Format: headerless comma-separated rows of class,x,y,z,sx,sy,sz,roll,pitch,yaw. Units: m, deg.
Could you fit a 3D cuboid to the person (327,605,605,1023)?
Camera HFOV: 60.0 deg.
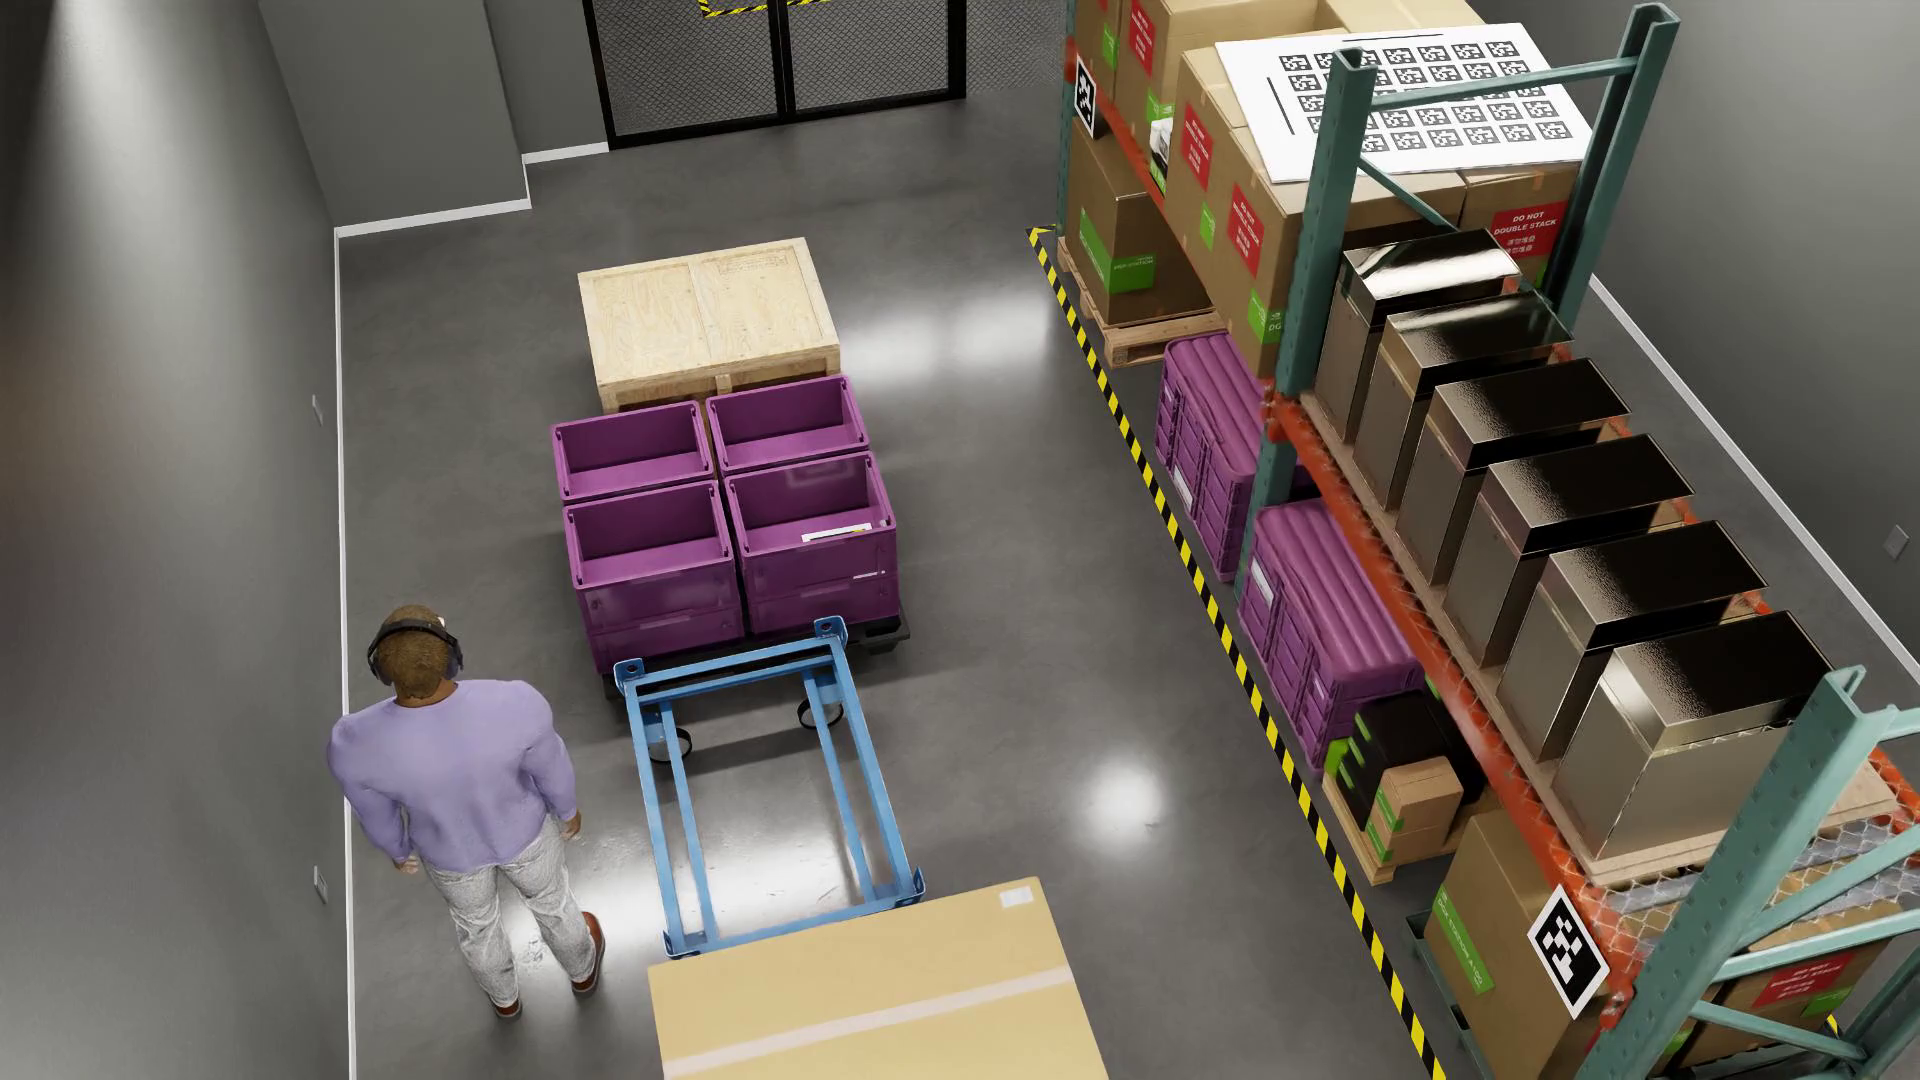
person,-1.465,0.875,5.084,0.628,1.940,0.373,-13,49,-12
